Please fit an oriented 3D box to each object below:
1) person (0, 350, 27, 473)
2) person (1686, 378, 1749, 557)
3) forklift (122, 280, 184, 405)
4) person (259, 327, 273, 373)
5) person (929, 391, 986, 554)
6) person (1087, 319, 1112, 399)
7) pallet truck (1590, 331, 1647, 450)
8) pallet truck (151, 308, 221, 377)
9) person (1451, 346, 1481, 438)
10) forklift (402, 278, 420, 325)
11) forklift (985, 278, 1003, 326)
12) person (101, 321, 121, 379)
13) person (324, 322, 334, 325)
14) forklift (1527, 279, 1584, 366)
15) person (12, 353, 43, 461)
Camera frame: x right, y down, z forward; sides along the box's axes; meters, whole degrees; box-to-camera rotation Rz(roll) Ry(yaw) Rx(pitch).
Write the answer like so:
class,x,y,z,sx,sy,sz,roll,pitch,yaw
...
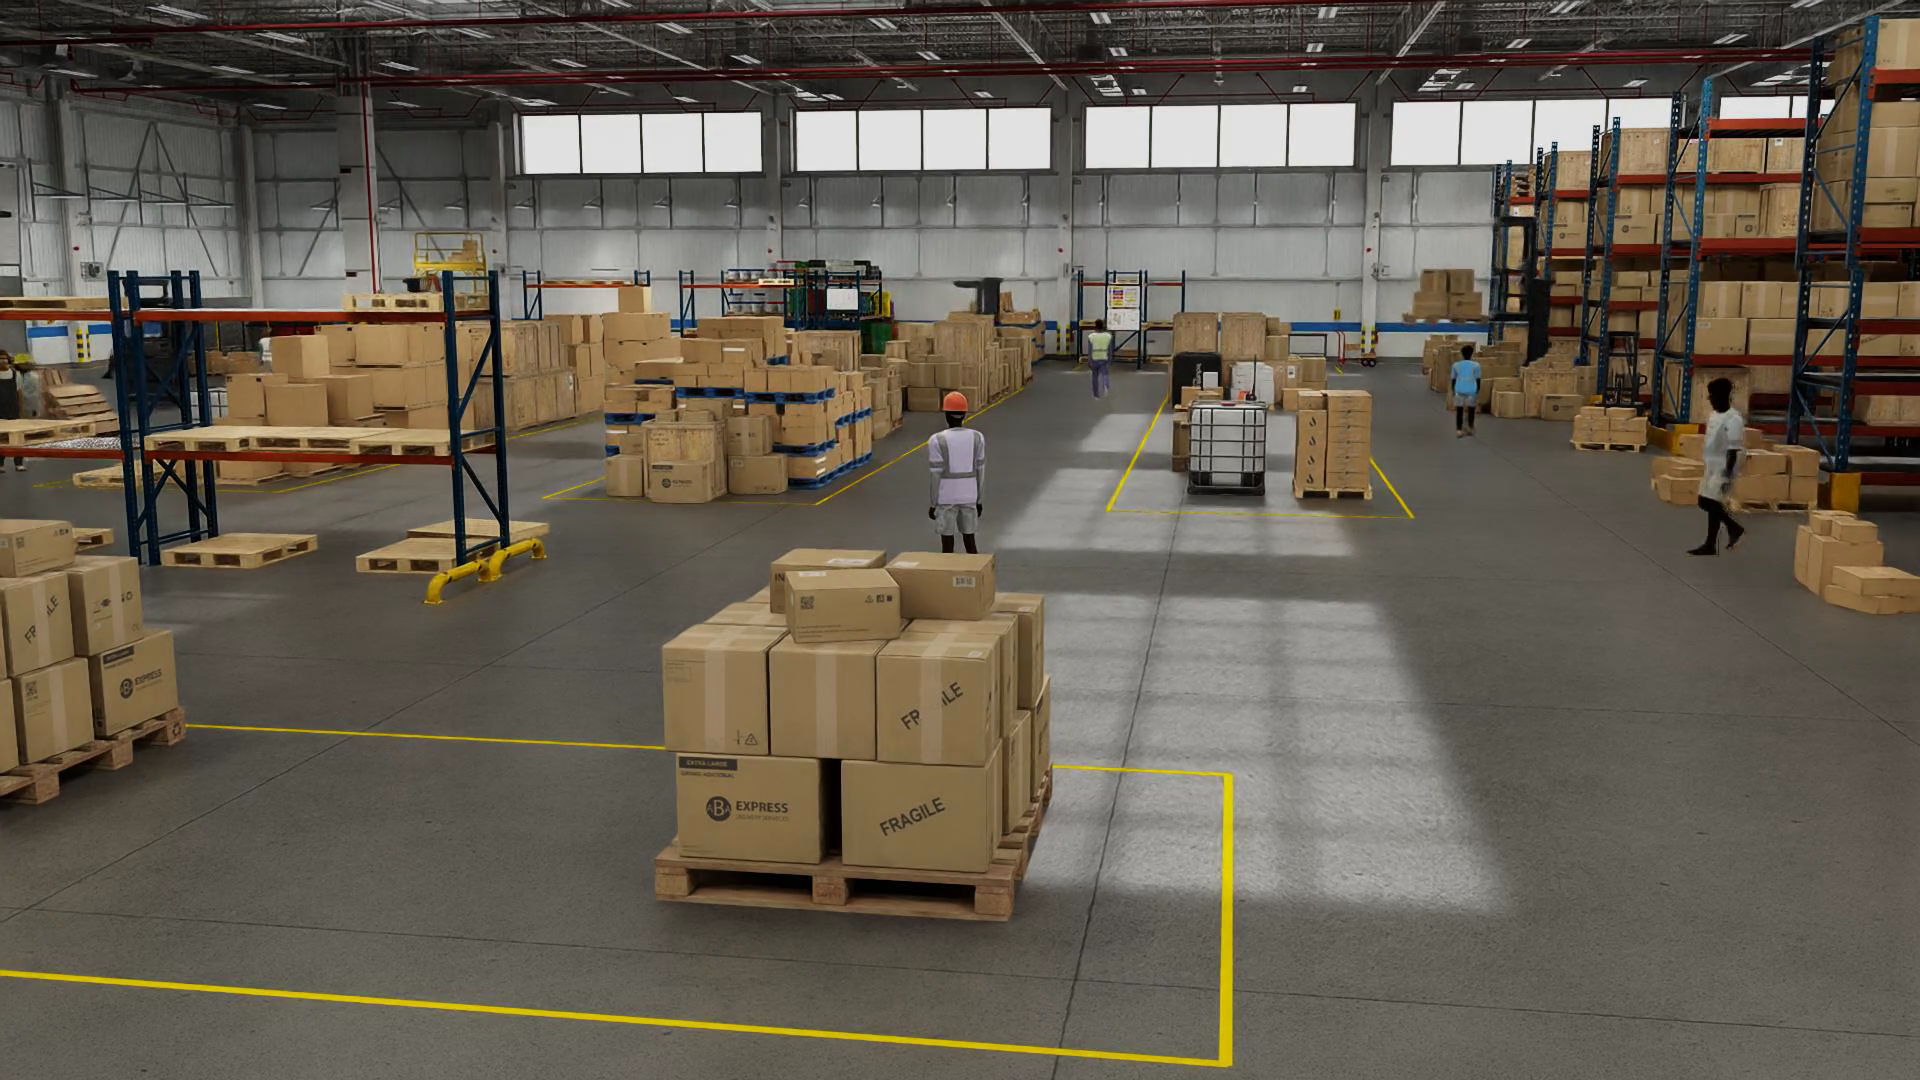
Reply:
class,x,y,z,sx,sy,sz,roll,pitch,yaw
person,-14.338,-1.931,25.007,0.505,1.846,0.346,-8,12,-39
person,8.033,-0.753,17.503,0.603,1.928,0.663,0,9,1
forklift,-18.314,-4.495,37.635,1.129,2.768,1.873,-3,10,-18
person,-17.280,-4.509,41.574,0.529,1.621,0.536,2,9,13
person,-0.040,-0.383,15.175,0.544,1.939,0.354,-4,10,-22
person,3.286,-4.233,39.017,0.605,1.901,0.728,-1,9,-7
pallet truck,11.253,-2.573,28.499,0.823,1.965,1.885,5,10,27
pallet truck,-21.869,-5.598,47.154,0.823,1.965,1.885,4,10,26
person,9.246,-2.712,30.351,0.547,1.665,0.758,4,10,25
forklift,-14.450,-5.540,44.084,1.873,2.768,1.129,-3,10,-19
forklift,0.930,-5.945,46.577,1.873,2.768,1.129,1,9,9
person,-23.678,-5.478,46.765,0.549,1.896,0.972,6,11,34
person,-15.493,-4.566,40.987,0.659,1.928,0.421,0,9,2
forklift,13.182,-4.530,37.850,1.873,2.768,1.129,2,9,10
person,-14.828,-2.109,26.453,0.503,1.722,0.403,4,10,24
